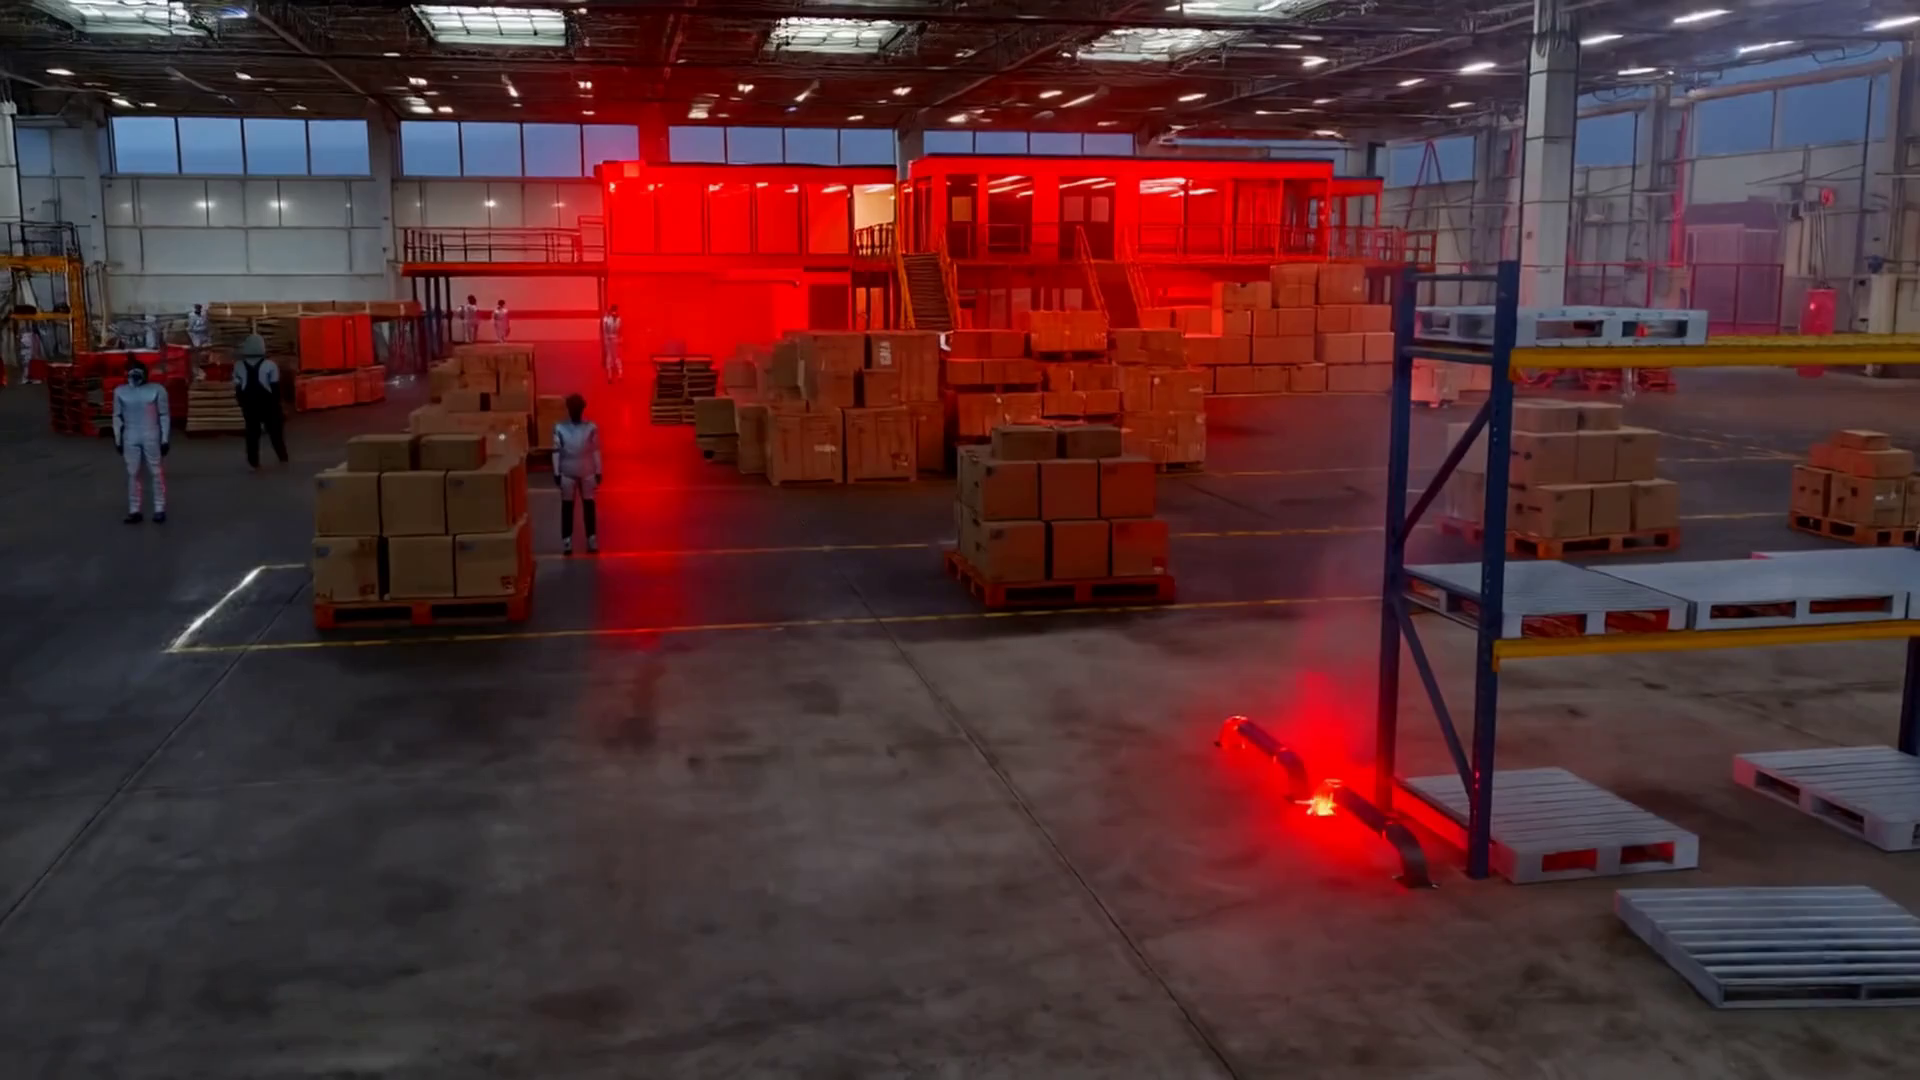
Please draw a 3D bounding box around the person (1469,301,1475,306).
[{"bbox_3d":[17.561,-7.287,57.214,0.624,1.840,0.429,-2,10,-12],"label":"person"}]

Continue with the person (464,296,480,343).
[{"bbox_3d":[-18.174,-8.103,61.910,0.585,1.927,0.366,-2,10,-12],"label":"person"}]

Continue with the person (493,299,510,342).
[{"bbox_3d":[-15.326,-7.070,55.611,0.542,1.931,0.366,-2,10,-12],"label":"person"}]

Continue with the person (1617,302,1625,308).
[{"bbox_3d":[20.366,-6.379,51.395,0.542,1.931,0.366,-2,10,-12],"label":"person"}]

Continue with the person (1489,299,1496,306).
[{"bbox_3d":[18.396,-7.403,57.668,0.650,1.911,0.912,-2,9,-11],"label":"person"}]

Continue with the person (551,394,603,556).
[{"bbox_3d":[-3.990,-0.677,17.351,0.532,1.696,0.319,-2,10,-12],"label":"person"}]

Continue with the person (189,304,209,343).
[{"bbox_3d":[-23.179,-6.236,50.671,0.573,1.883,0.356,-2,10,-12],"label":"person"}]

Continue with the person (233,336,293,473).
[{"bbox_3d":[-10.309,-2.042,24.622,0.708,2.000,0.988,0,9,1],"label":"person"}]

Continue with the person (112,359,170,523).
[{"bbox_3d":[-9.640,-1.166,19.611,0.629,1.936,0.373,-2,10,-12],"label":"person"}]

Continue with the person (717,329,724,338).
[{"bbox_3d":[-7.628,-6.579,52.777,0.508,1.872,0.329,-2,10,-12],"label":"person"}]

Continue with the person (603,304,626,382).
[{"bbox_3d":[-9.040,-5.150,43.565,0.606,2.044,0.374,-2,10,-12],"label":"person"}]

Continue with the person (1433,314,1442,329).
[{"bbox_3d":[14.064,-5.962,49.437,0.553,1.723,0.870,-7,12,-37],"label":"person"}]

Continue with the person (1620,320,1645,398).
[{"bbox_3d":[15.521,-4.278,38.394,0.608,1.995,0.377,-2,10,-12],"label":"person"}]
